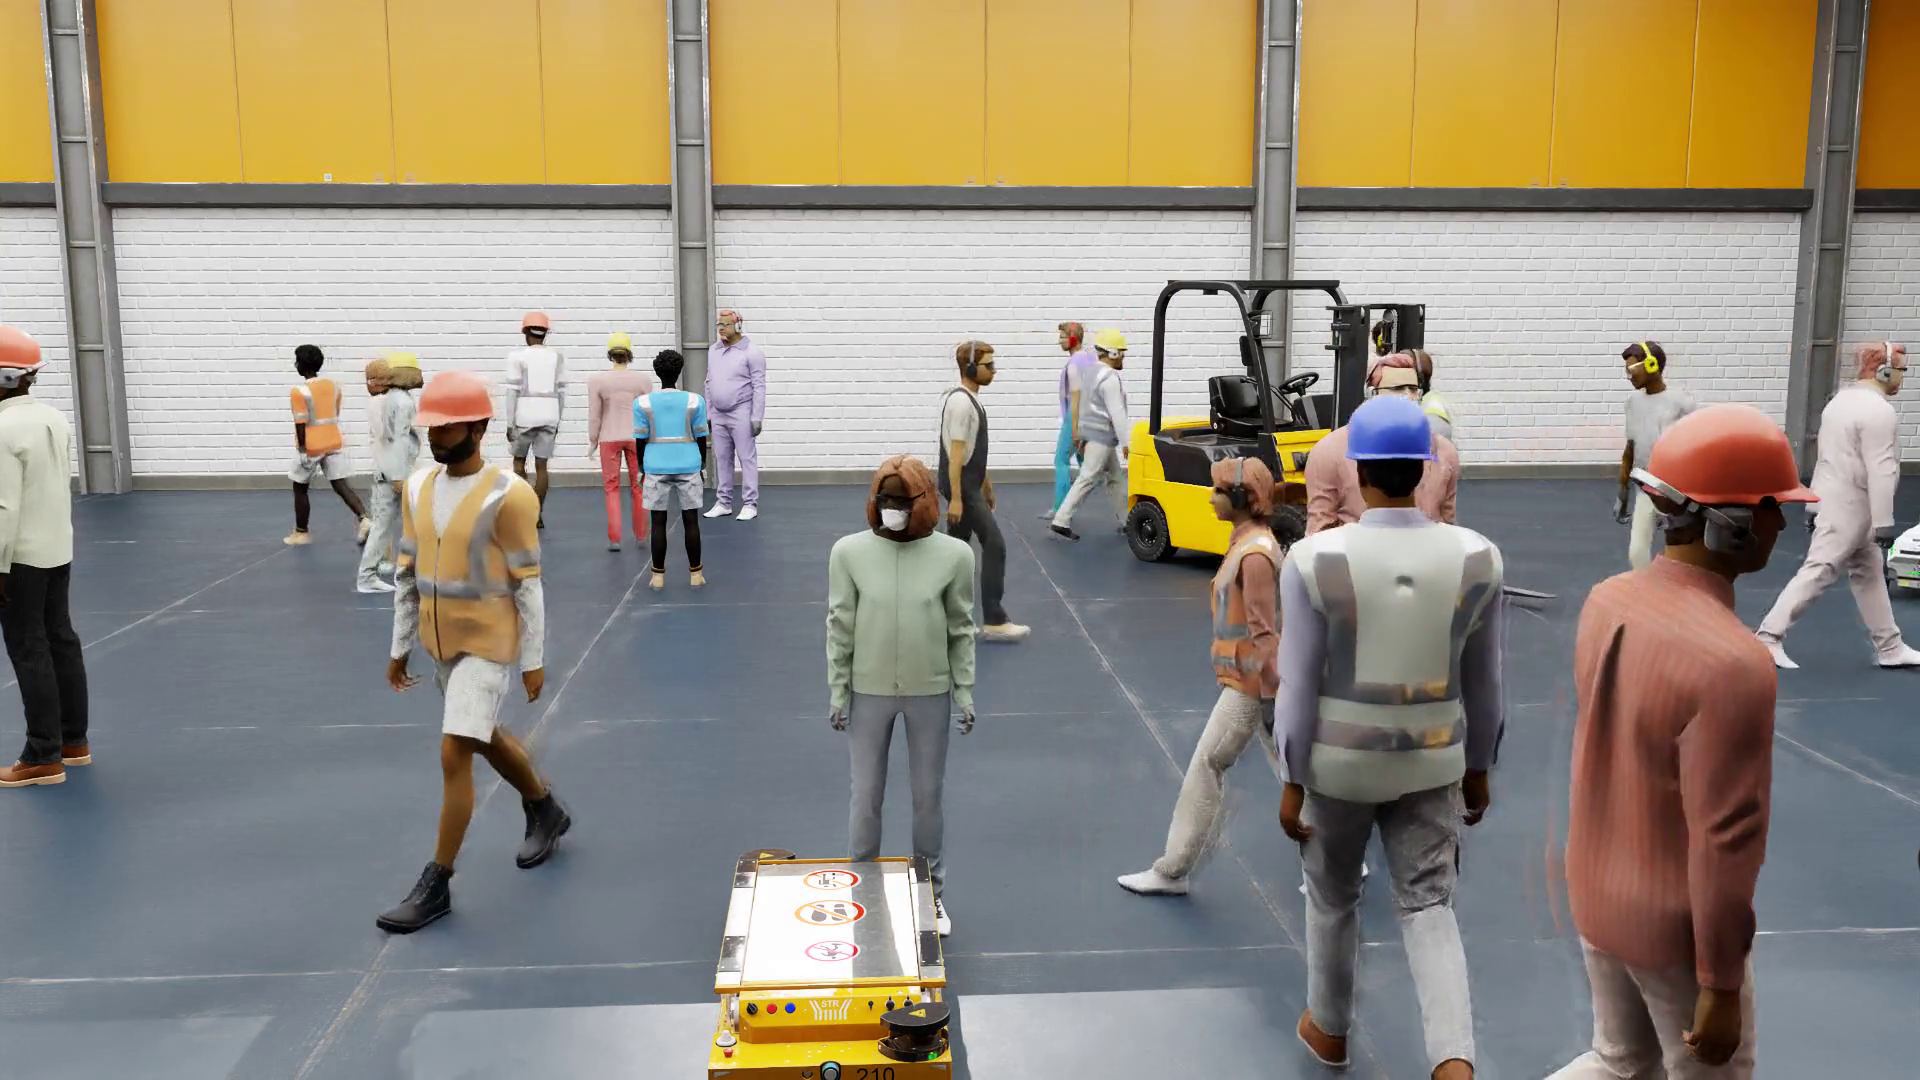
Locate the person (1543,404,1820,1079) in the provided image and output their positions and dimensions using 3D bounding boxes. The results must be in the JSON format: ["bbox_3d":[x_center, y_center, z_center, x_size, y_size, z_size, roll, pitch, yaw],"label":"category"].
[{"bbox_3d":[1.303,0.717,3.245,0.723,1.978,0.619,-1,9,-6],"label":"person"}]

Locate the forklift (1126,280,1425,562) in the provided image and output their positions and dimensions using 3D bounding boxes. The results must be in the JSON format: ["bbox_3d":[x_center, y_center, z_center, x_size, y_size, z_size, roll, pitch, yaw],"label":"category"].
[{"bbox_3d":[2.301,-0.860,12.475,1.214,2.155,2.313,-6,11,-35],"label":"forklift"}]

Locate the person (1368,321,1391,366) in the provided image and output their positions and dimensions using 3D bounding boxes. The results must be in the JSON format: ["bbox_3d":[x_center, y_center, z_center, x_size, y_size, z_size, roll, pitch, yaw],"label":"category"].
[{"bbox_3d":[3.692,-0.996,14.523,0.975,1.819,0.506,5,11,31],"label":"person"}]

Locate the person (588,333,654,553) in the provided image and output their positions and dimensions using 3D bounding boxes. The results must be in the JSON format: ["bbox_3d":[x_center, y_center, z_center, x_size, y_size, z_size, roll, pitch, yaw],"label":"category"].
[{"bbox_3d":[-2.715,-0.763,13.368,0.538,1.773,0.591,-3,9,-17],"label":"person"}]

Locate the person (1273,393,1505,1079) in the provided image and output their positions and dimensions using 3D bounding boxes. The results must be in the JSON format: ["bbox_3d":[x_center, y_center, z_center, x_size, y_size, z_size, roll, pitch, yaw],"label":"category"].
[{"bbox_3d":[1.127,0.581,4.312,0.623,1.918,0.885,-1,9,-4],"label":"person"}]

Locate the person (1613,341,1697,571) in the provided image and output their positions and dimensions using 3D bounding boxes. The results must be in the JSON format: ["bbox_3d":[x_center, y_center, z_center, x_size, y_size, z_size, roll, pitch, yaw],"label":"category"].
[{"bbox_3d":[4.230,-0.264,9.902,0.456,1.830,0.643,-5,10,-30],"label":"person"}]

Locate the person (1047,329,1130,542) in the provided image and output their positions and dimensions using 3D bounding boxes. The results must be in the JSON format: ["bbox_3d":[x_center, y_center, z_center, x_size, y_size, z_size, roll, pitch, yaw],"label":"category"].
[{"bbox_3d":[1.163,-0.866,13.859,0.967,1.780,0.597,-2,9,-11],"label":"person"}]

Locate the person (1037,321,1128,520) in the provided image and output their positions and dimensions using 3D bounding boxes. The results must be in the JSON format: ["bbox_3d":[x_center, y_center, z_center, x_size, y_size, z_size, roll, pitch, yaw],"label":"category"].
[{"bbox_3d":[1.119,-1.055,14.903,0.795,1.812,0.581,4,10,22],"label":"person"}]

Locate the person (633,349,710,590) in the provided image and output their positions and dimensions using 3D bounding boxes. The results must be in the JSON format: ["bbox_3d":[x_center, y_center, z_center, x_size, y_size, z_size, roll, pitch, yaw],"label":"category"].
[{"bbox_3d":[-2.024,-0.487,11.696,0.532,1.696,0.319,-2,9,-11],"label":"person"}]

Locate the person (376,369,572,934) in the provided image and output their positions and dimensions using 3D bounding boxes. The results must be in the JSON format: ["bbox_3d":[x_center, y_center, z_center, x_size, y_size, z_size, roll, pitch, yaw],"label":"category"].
[{"bbox_3d":[-1.715,0.339,5.897,0.562,1.905,0.979,5,10,29],"label":"person"}]

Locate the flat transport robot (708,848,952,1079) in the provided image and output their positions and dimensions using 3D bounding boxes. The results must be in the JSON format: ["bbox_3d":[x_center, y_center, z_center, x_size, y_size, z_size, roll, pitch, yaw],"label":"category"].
[{"bbox_3d":[-0.394,1.269,5.127,0.652,0.197,1.431,-1,9,-4],"label":"flat transport robot"}]

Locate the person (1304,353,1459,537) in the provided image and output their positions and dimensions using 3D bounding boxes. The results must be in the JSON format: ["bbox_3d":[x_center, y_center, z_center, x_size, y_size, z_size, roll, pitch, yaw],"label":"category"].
[{"bbox_3d":[1.666,0.229,6.528,0.643,1.913,0.411,-2,9,-12],"label":"person"}]

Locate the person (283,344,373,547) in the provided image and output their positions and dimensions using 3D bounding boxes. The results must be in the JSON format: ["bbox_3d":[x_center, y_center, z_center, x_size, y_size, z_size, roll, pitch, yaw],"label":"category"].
[{"bbox_3d":[-5.146,-0.760,13.485,0.805,1.670,0.525,4,10,25],"label":"person"}]

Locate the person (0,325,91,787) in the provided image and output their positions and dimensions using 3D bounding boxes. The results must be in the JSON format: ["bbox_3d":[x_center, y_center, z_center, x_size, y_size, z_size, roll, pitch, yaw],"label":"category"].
[{"bbox_3d":[-4.069,0.069,7.258,0.369,1.996,0.622,0,9,-3],"label":"person"}]

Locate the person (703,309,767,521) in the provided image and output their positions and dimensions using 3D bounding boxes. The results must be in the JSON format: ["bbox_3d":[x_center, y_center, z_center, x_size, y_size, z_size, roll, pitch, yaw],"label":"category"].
[{"bbox_3d":[-2.063,-1.129,15.066,0.641,1.910,0.401,6,11,32],"label":"person"}]

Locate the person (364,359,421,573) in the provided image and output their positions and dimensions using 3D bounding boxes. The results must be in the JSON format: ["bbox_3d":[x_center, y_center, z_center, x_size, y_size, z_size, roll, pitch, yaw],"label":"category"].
[{"bbox_3d":[-4.173,-0.517,12.164,0.746,1.596,0.539,5,10,30],"label":"person"}]

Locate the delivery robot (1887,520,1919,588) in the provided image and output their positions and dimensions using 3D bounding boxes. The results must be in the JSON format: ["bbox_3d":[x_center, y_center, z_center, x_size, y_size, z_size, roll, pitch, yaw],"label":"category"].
[{"bbox_3d":[6.639,0.076,11.440,0.477,0.478,0.707,7,12,39],"label":"delivery robot"}]

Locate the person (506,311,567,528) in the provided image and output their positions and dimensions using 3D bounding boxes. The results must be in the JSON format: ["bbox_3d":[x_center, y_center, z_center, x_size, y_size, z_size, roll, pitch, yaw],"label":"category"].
[{"bbox_3d":[-3.723,-1.054,14.616,0.566,1.908,0.457,-5,11,-31],"label":"person"}]

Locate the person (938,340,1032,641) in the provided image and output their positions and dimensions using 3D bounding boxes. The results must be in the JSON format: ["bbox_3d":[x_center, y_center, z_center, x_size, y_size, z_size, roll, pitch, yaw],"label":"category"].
[{"bbox_3d":[0.165,-0.282,10.001,0.740,1.821,0.552,1,9,3],"label":"person"}]

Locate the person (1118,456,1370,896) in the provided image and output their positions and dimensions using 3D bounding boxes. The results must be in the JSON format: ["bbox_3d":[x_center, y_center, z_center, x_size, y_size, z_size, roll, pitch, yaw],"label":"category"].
[{"bbox_3d":[1.057,0.493,5.875,0.874,1.588,0.525,2,9,10],"label":"person"}]

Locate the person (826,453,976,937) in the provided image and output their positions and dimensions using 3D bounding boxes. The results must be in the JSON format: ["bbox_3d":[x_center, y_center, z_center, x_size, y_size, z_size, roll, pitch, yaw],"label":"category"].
[{"bbox_3d":[-0.196,0.523,5.550,0.498,1.633,0.281,0,9,-2],"label":"person"}]

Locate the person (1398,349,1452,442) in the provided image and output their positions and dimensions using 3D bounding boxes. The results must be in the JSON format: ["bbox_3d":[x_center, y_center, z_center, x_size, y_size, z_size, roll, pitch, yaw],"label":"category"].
[{"bbox_3d":[2.639,-0.181,9.440,0.841,1.814,0.630,0,9,2],"label":"person"}]

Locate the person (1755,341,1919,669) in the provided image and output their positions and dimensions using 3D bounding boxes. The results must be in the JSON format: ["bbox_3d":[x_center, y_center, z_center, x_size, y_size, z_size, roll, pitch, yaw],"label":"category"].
[{"bbox_3d":[4.949,-0.173,9.286,1.017,1.864,0.649,2,9,15],"label":"person"}]

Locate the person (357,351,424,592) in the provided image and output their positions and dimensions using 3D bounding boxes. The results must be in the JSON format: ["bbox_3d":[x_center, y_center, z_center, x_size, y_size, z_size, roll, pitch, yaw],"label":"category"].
[{"bbox_3d":[-3.837,-0.477,11.665,0.902,1.675,0.520,-6,11,-31],"label":"person"}]
